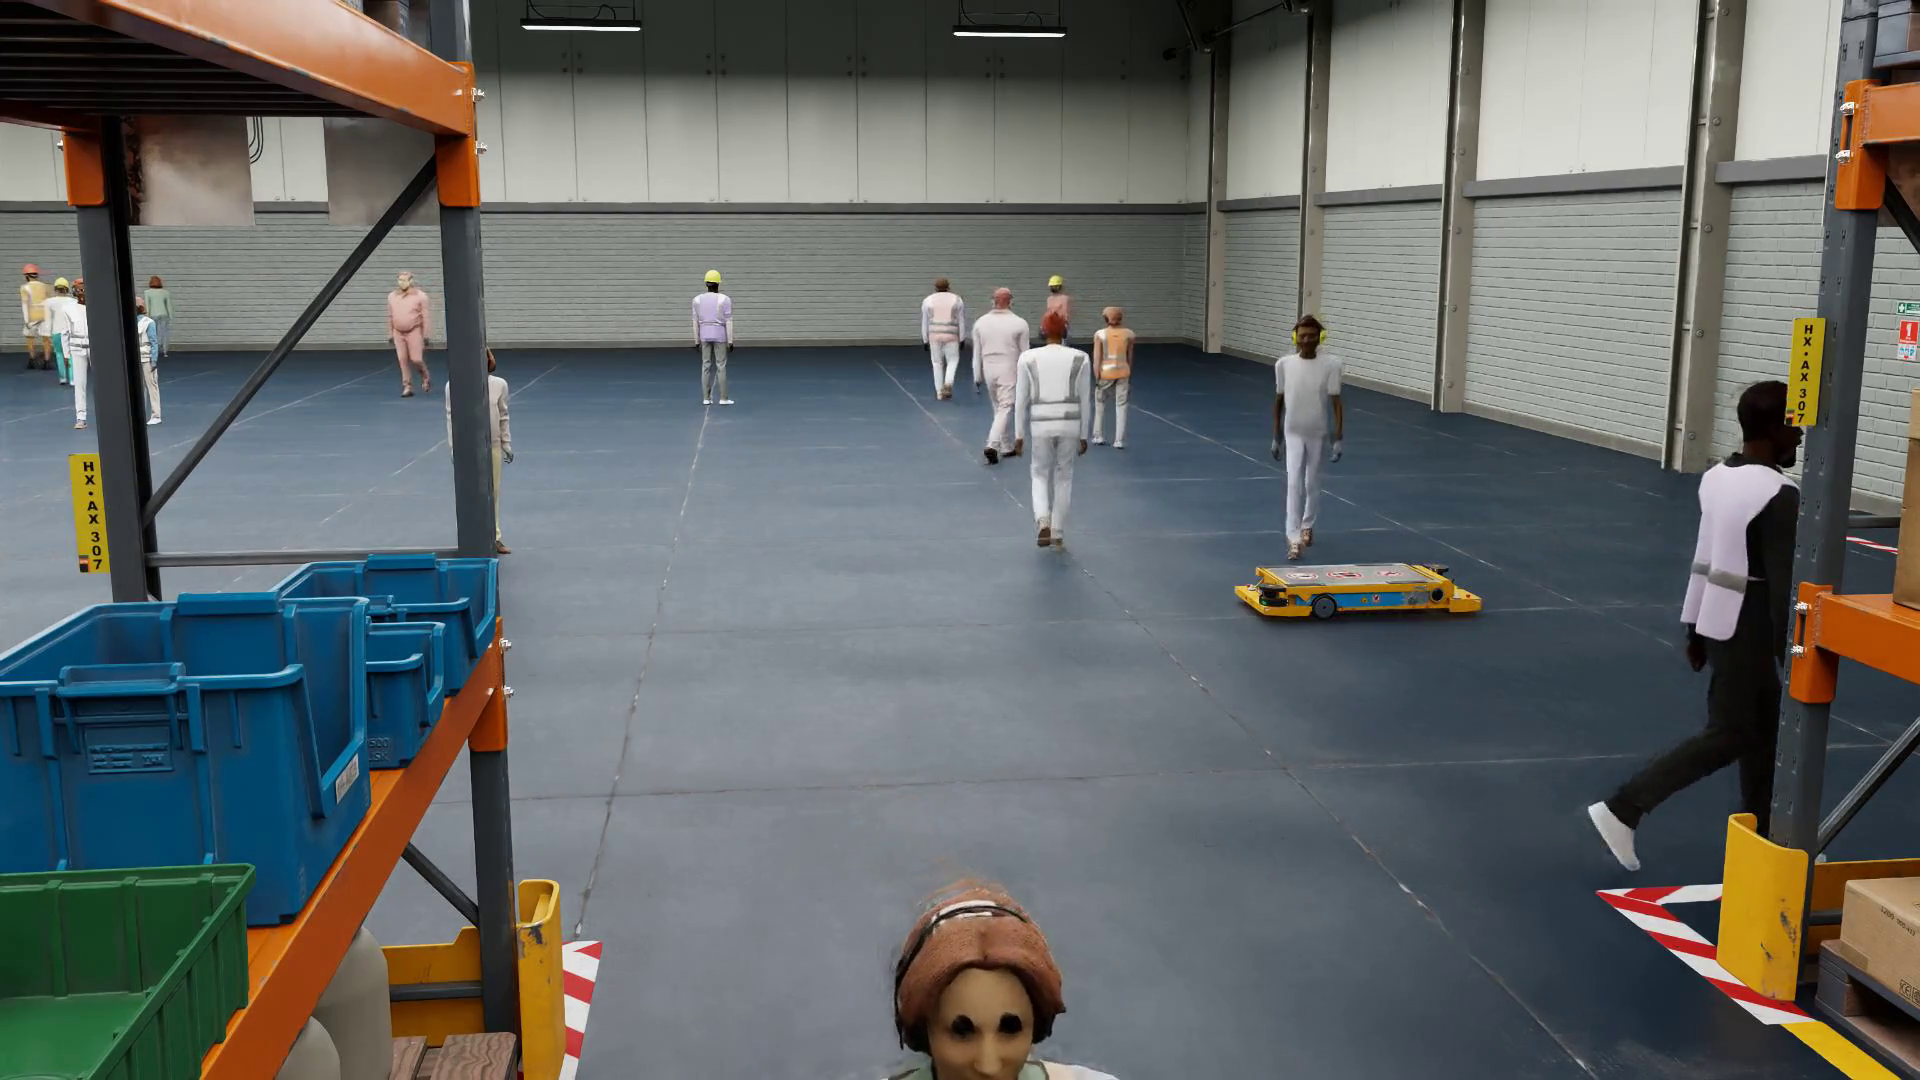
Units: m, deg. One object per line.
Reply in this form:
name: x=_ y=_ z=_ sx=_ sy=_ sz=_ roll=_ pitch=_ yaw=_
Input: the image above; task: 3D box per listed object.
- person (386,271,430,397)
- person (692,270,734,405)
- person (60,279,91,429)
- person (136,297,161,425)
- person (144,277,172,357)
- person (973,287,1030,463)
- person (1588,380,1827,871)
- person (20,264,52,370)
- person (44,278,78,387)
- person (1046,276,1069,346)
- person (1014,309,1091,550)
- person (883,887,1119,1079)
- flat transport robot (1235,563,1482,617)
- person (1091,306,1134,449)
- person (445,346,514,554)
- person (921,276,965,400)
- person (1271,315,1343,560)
person: x=-8.327 y=-3.109 z=25.101 sx=0.639 sy=1.898 sz=0.462 roll=1 pitch=10 yaw=6
person: x=-3.528 y=-2.886 z=23.802 sx=0.620 sy=1.924 sz=0.382 roll=2 pitch=11 yaw=11
person: x=-10.971 y=-2.337 z=20.921 sx=0.574 sy=1.882 sz=0.356 roll=-4 pitch=11 yaw=-23
person: x=-10.498 y=-2.290 z=21.335 sx=0.512 sy=1.638 sz=0.312 roll=4 pitch=11 yaw=21
person: x=-16.230 y=-4.517 z=33.643 sx=0.530 sy=1.588 sz=0.829 roll=-8 pitch=13 yaw=-38
person: x=0.449 y=-1.774 z=17.861 sx=0.647 sy=1.869 sz=0.965 roll=6 pitch=12 yaw=29
person: x=2.860 y=0.343 z=6.232 sx=0.881 sy=1.890 sz=0.594 roll=1 pitch=10 yaw=6
person: x=-16.711 y=-4.017 z=30.063 sx=0.667 sy=1.911 sz=0.551 roll=8 pitch=13 yaw=37
person: x=-14.502 y=-3.361 z=26.960 sx=0.550 sy=1.730 sz=0.851 roll=-5 pitch=11 yaw=-24
person: x=1.667 y=-3.584 z=28.093 sx=0.561 sy=1.752 sz=0.536 roll=-10 pitch=14 yaw=-43
person: x=0.710 y=-0.826 z=12.710 sx=0.582 sy=1.863 sz=0.540 roll=0 pitch=10 yaw=2
person: x=0.001 y=1.211 z=2.193 sx=0.519 sy=1.619 sz=0.589 roll=-2 pitch=11 yaw=-12
flat transport robot: x=2.570 y=0.315 z=10.798 sx=1.431 sy=0.197 sz=0.652 roll=-1 pitch=10 yaw=-7
person: x=1.737 y=-1.866 z=19.086 sx=0.518 sy=1.612 sz=0.712 roll=-2 pitch=11 yaw=-11
person: x=-3.615 y=-0.685 z=12.539 sx=0.498 sy=1.634 sz=0.282 roll=-9 pitch=14 yaw=-40
person: x=-0.251 y=-2.968 z=24.516 sx=0.649 sy=1.830 sz=0.490 roll=1 pitch=10 yaw=4
person: x=2.642 y=-0.794 z=12.643 sx=0.540 sy=1.823 sz=0.971 roll=2 pitch=11 yaw=13
